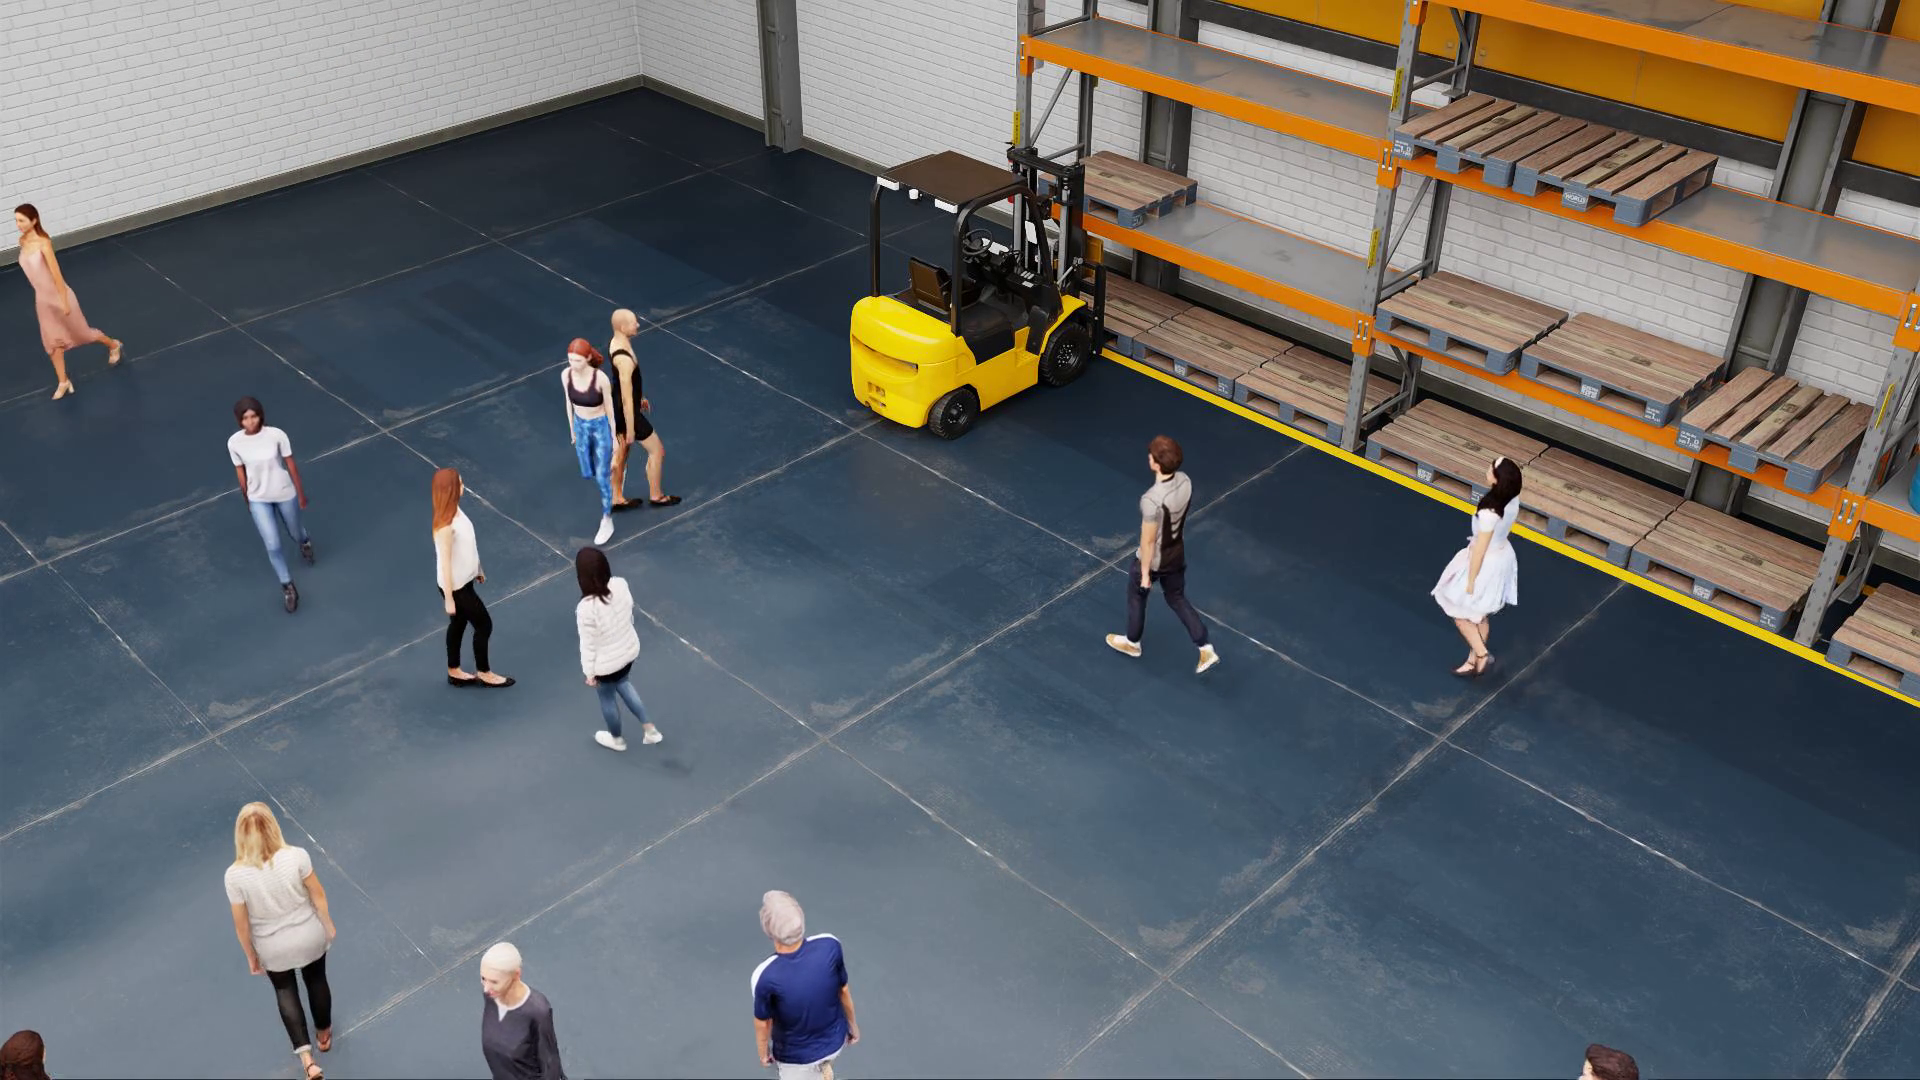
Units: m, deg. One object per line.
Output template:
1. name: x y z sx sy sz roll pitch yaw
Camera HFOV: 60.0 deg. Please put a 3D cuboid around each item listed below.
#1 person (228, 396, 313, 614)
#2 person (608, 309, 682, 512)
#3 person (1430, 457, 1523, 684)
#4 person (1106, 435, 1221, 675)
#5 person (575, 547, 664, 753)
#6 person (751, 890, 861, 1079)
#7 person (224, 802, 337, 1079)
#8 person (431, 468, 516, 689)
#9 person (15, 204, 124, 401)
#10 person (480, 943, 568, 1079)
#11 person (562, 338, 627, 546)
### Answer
1. person: -5.133 -0.345 12.460 0.902 1.701 1.098 -9 35 -13
2. person: -2.765 -1.002 13.367 0.871 1.792 0.826 -14 36 -20
3. person: 3.685 0.279 11.427 0.649 1.806 0.752 -29 43 -36
4. person: 1.476 0.142 11.578 0.687 1.868 1.146 -27 42 -34
5. person: -2.220 0.762 10.861 0.827 1.627 0.706 21 39 28
6. person: -0.687 2.488 8.106 0.705 1.803 0.784 -22 40 -30
7. person: -3.461 2.128 8.639 0.778 1.813 0.985 -15 37 -22
8. person: -3.558 0.305 11.487 0.865 1.696 0.808 -3 34 -4
9. person: -8.178 -2.224 15.201 1.122 1.797 0.932 12 36 18
10. person: -2.041 2.541 8.117 1.005 1.703 0.863 16 37 22
11. person: -2.848 -0.852 13.163 0.977 1.767 0.930 9 35 13
